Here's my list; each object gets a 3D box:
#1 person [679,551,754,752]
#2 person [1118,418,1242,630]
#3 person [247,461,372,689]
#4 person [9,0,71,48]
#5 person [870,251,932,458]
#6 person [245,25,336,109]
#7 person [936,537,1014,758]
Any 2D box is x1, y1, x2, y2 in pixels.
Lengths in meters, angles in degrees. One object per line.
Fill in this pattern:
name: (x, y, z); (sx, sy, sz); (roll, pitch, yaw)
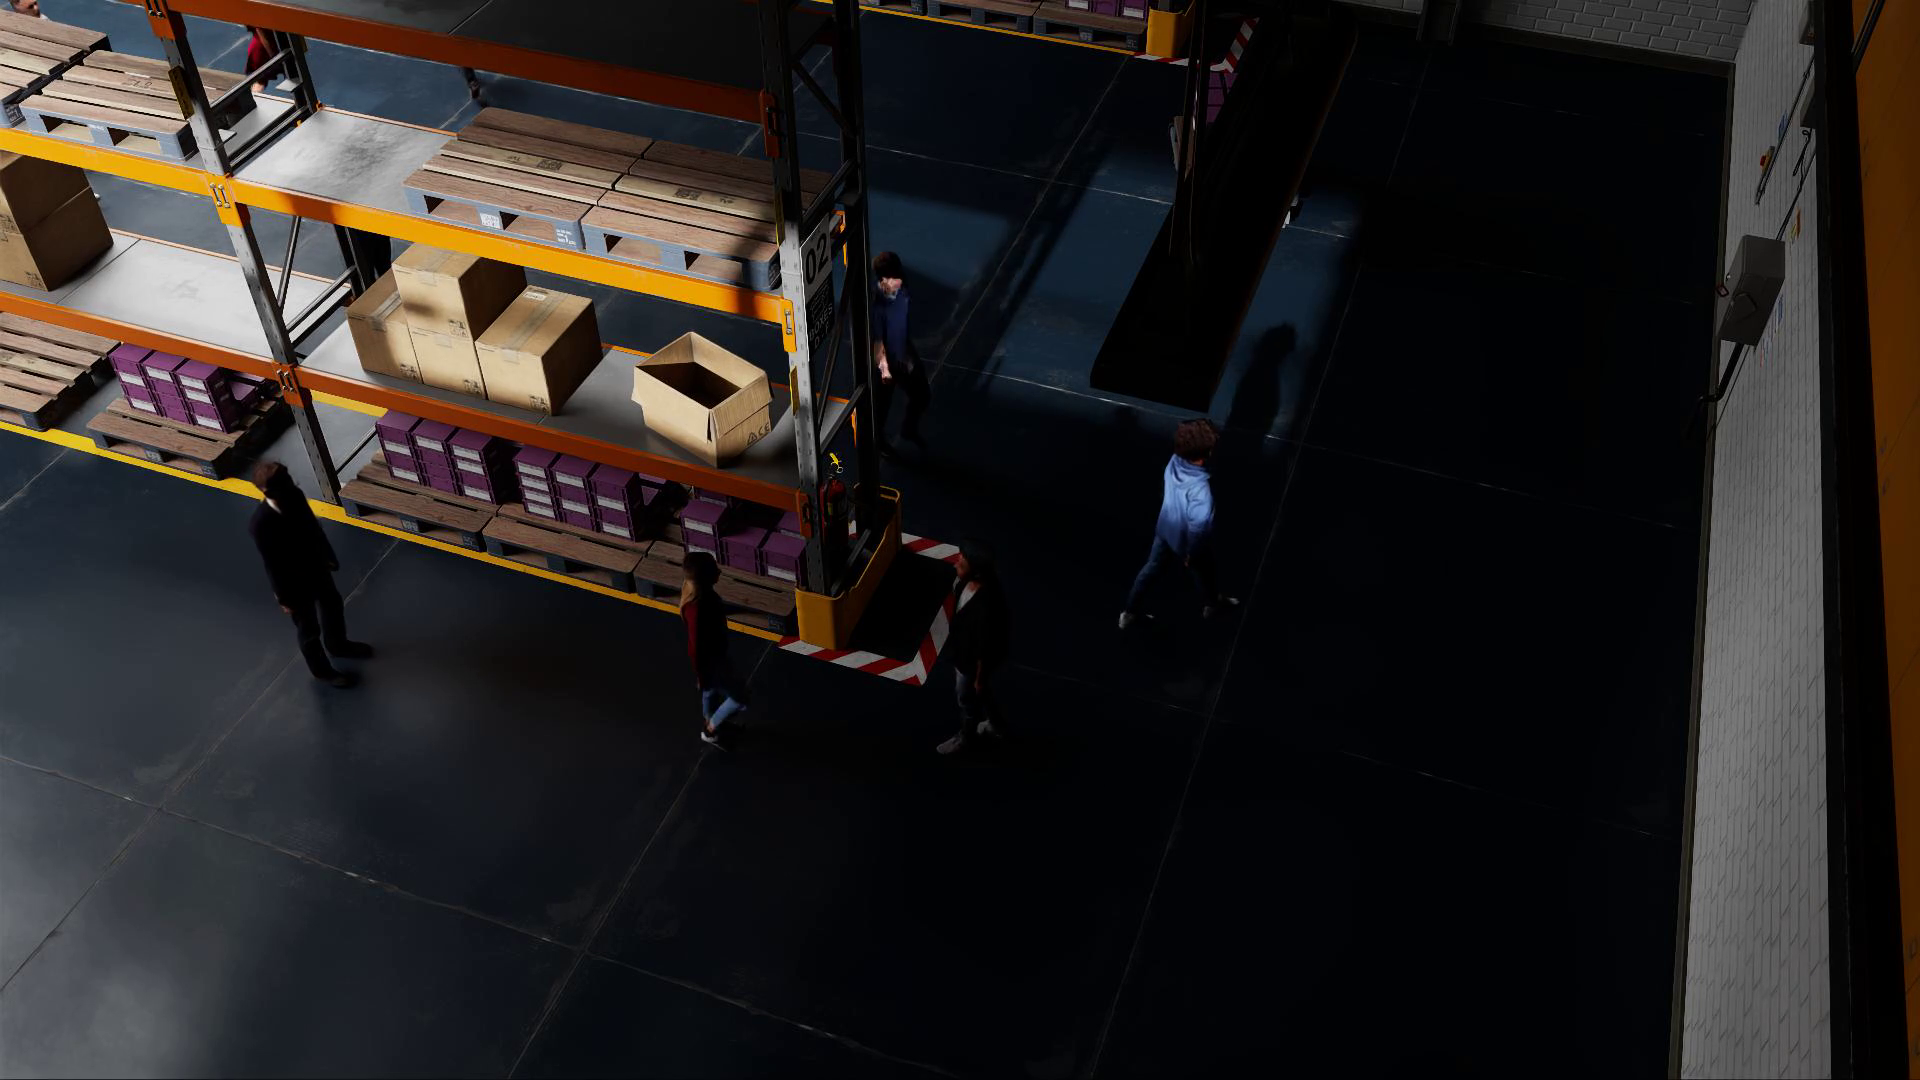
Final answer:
person: (-1.608, 0.710, 10.263); (0.754, 1.624, 0.729); (-7, 44, -7)
person: (1.395, -0.045, 10.950); (1.226, 1.768, 1.133); (-14, 45, -15)
person: (-4.227, 0.197, 10.665); (0.572, 1.811, 0.661); (13, 45, 14)
person: (-8.435, -4.225, 15.343); (1.256, 1.762, 0.877); (3, 44, 3)
person: (-0.603, -1.388, 12.300); (0.820, 1.851, 0.775); (25, 49, 24)
person: (-6.753, -4.691, 16.014); (1.143, 1.511, 0.940); (-10, 44, -10)
person: (0.137, 0.658, 10.185); (0.899, 1.806, 0.854); (-3, 44, -3)
